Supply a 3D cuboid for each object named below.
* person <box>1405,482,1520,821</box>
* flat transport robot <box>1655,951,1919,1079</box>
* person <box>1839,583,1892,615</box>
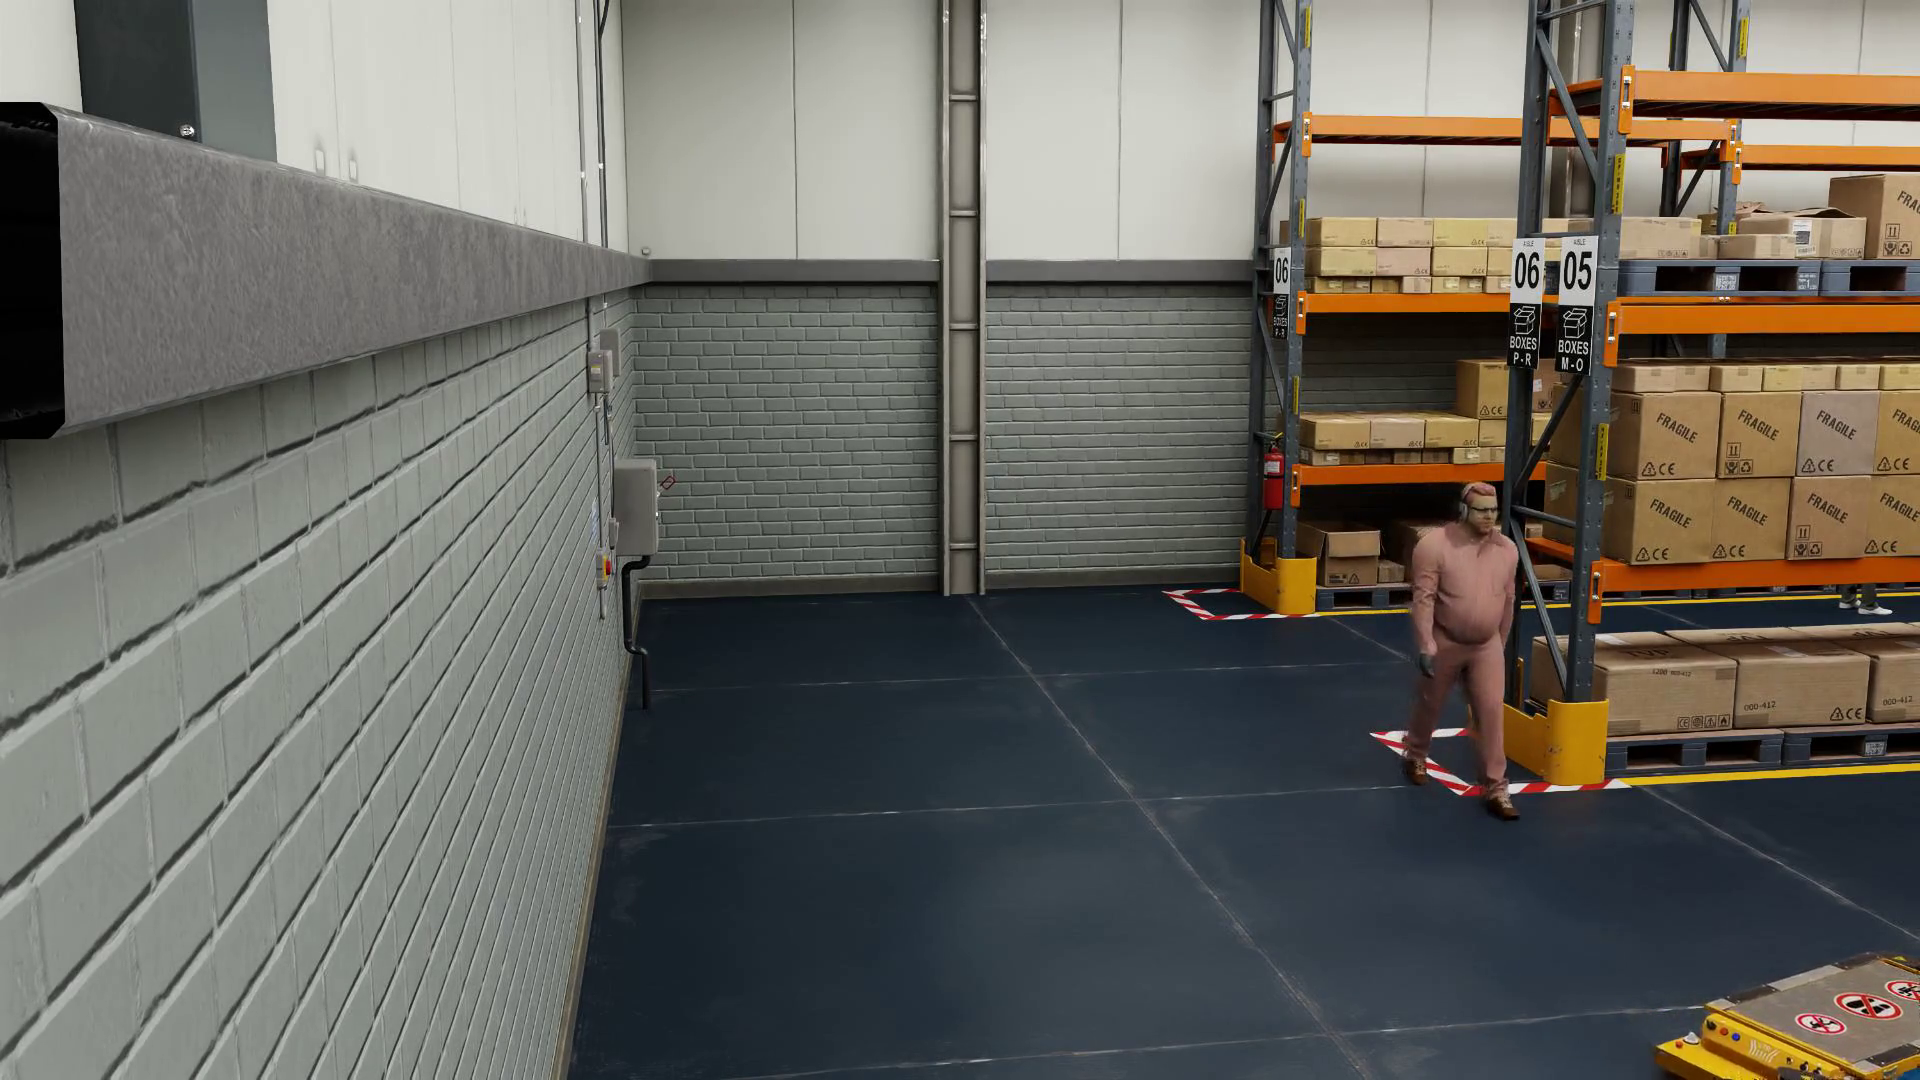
[{"bbox_3d":[2.856,0.584,9.486,0.654,1.859,1.005,-1,9,-6],"label":"person"},{"bbox_3d":[3.405,1.883,6.327,1.431,0.197,0.652,-5,10,-28],"label":"flat transport robot"},{"bbox_3d":[8.073,-0.289,14.672,0.391,1.919,0.581,-3,10,-15],"label":"person"}]
